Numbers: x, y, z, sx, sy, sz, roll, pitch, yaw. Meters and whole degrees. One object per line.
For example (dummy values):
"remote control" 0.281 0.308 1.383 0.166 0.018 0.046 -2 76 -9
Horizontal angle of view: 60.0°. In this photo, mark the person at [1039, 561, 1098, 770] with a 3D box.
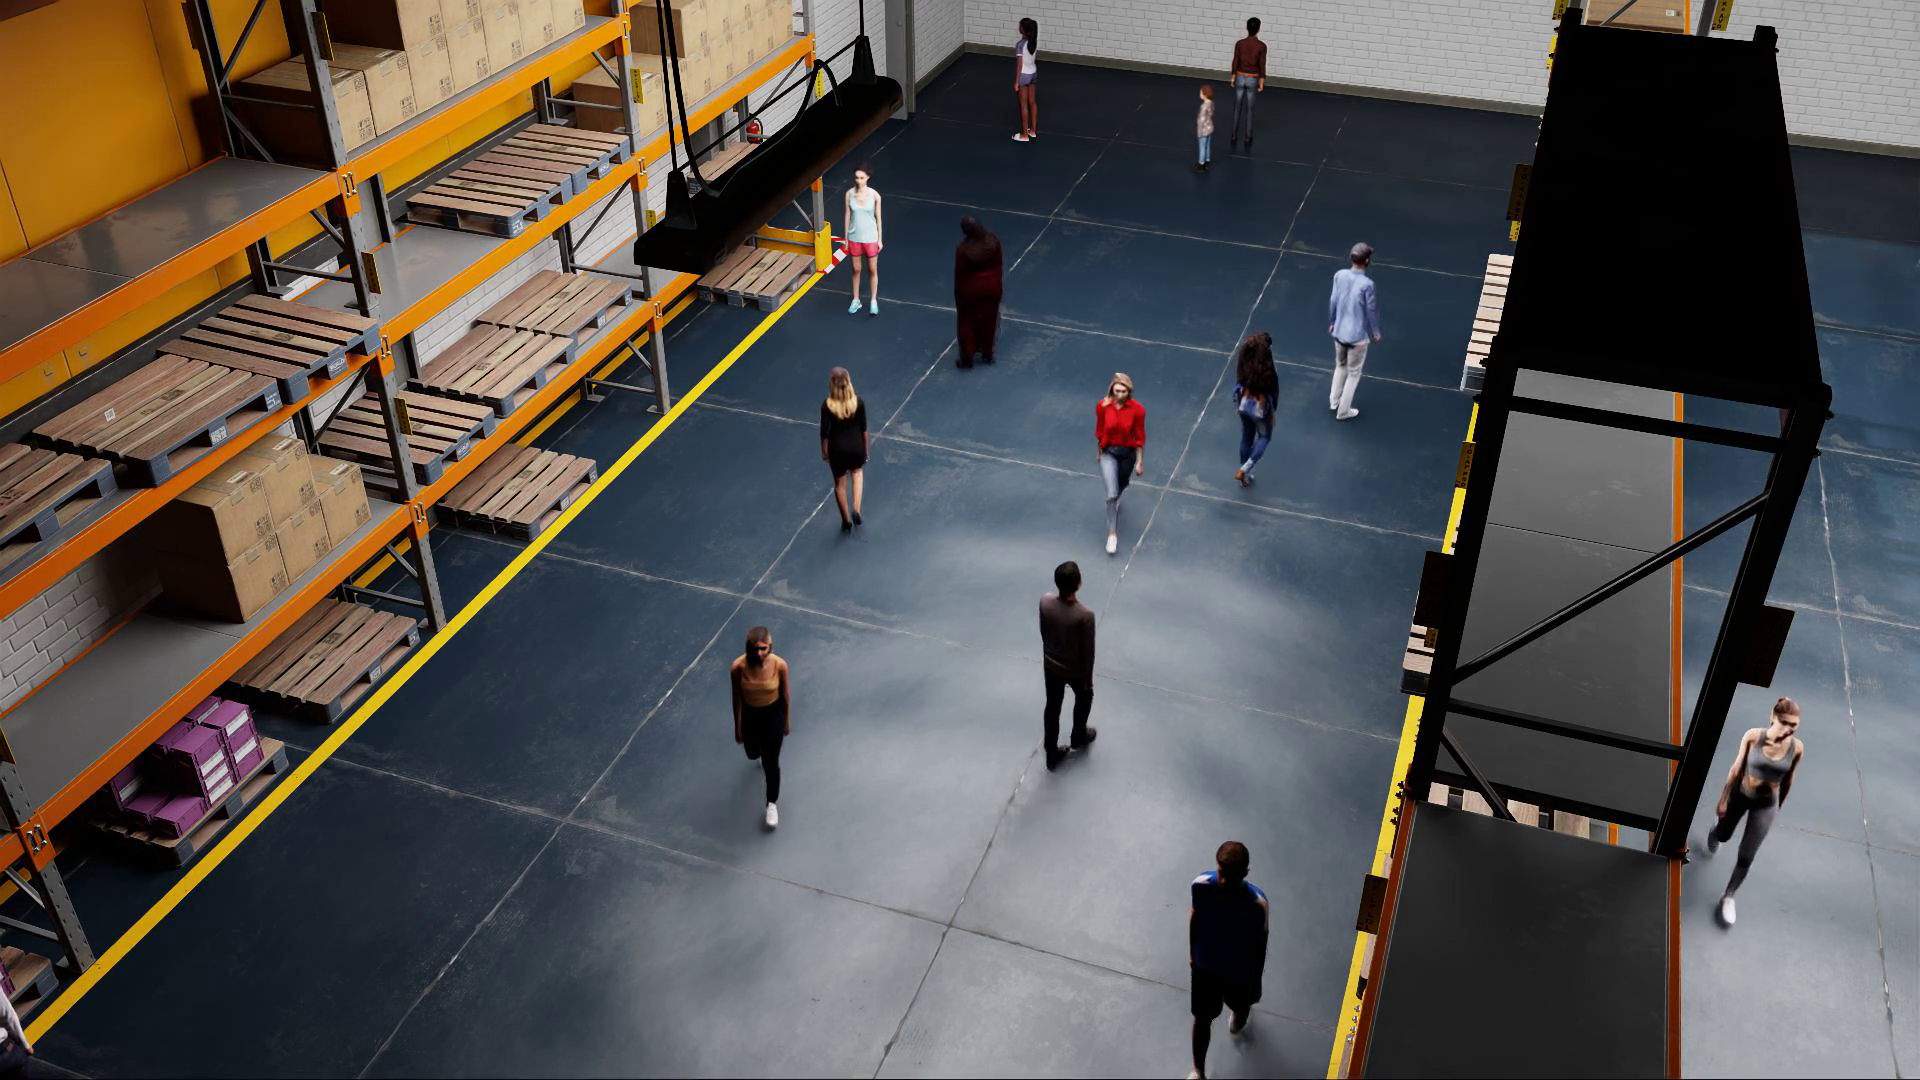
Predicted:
"person" 0.723 0.966 12.243 0.862 1.754 0.785 12 35 17

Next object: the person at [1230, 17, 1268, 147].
"person" 4.030 -6.443 23.368 0.643 1.778 0.529 9 35 13

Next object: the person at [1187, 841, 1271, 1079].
"person" 1.626 2.465 9.911 0.697 1.838 1.194 13 36 19

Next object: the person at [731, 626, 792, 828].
"person" -1.429 1.242 11.962 0.796 1.606 1.062 -1 34 -2

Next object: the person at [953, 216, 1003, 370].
"person" 0.232 -2.662 17.719 0.804 1.734 0.840 -2 34 -3

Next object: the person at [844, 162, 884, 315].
"person" -1.089 -3.397 18.797 0.648 1.764 0.621 3 34 5

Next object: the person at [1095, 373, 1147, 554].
"person" 1.432 -0.791 14.971 0.783 1.660 1.206 4 34 6

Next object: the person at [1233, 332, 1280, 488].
"person" 2.736 -1.176 15.598 0.723 1.607 0.770 23 40 30

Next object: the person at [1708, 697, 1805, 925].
"person" 5.304 1.715 11.183 0.572 1.681 1.030 12 35 17

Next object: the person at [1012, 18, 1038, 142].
"person" 0.929 -6.530 23.551 0.727 1.721 0.567 23 40 30

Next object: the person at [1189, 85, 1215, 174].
"person" 3.339 -5.604 22.634 0.589 1.193 0.455 19 38 26

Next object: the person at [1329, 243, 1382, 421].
"person" 3.932 -2.075 16.704 0.827 1.881 0.792 -23 40 -30

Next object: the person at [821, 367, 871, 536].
"person" -1.012 -0.745 14.898 0.685 1.664 0.723 -7 34 -10
